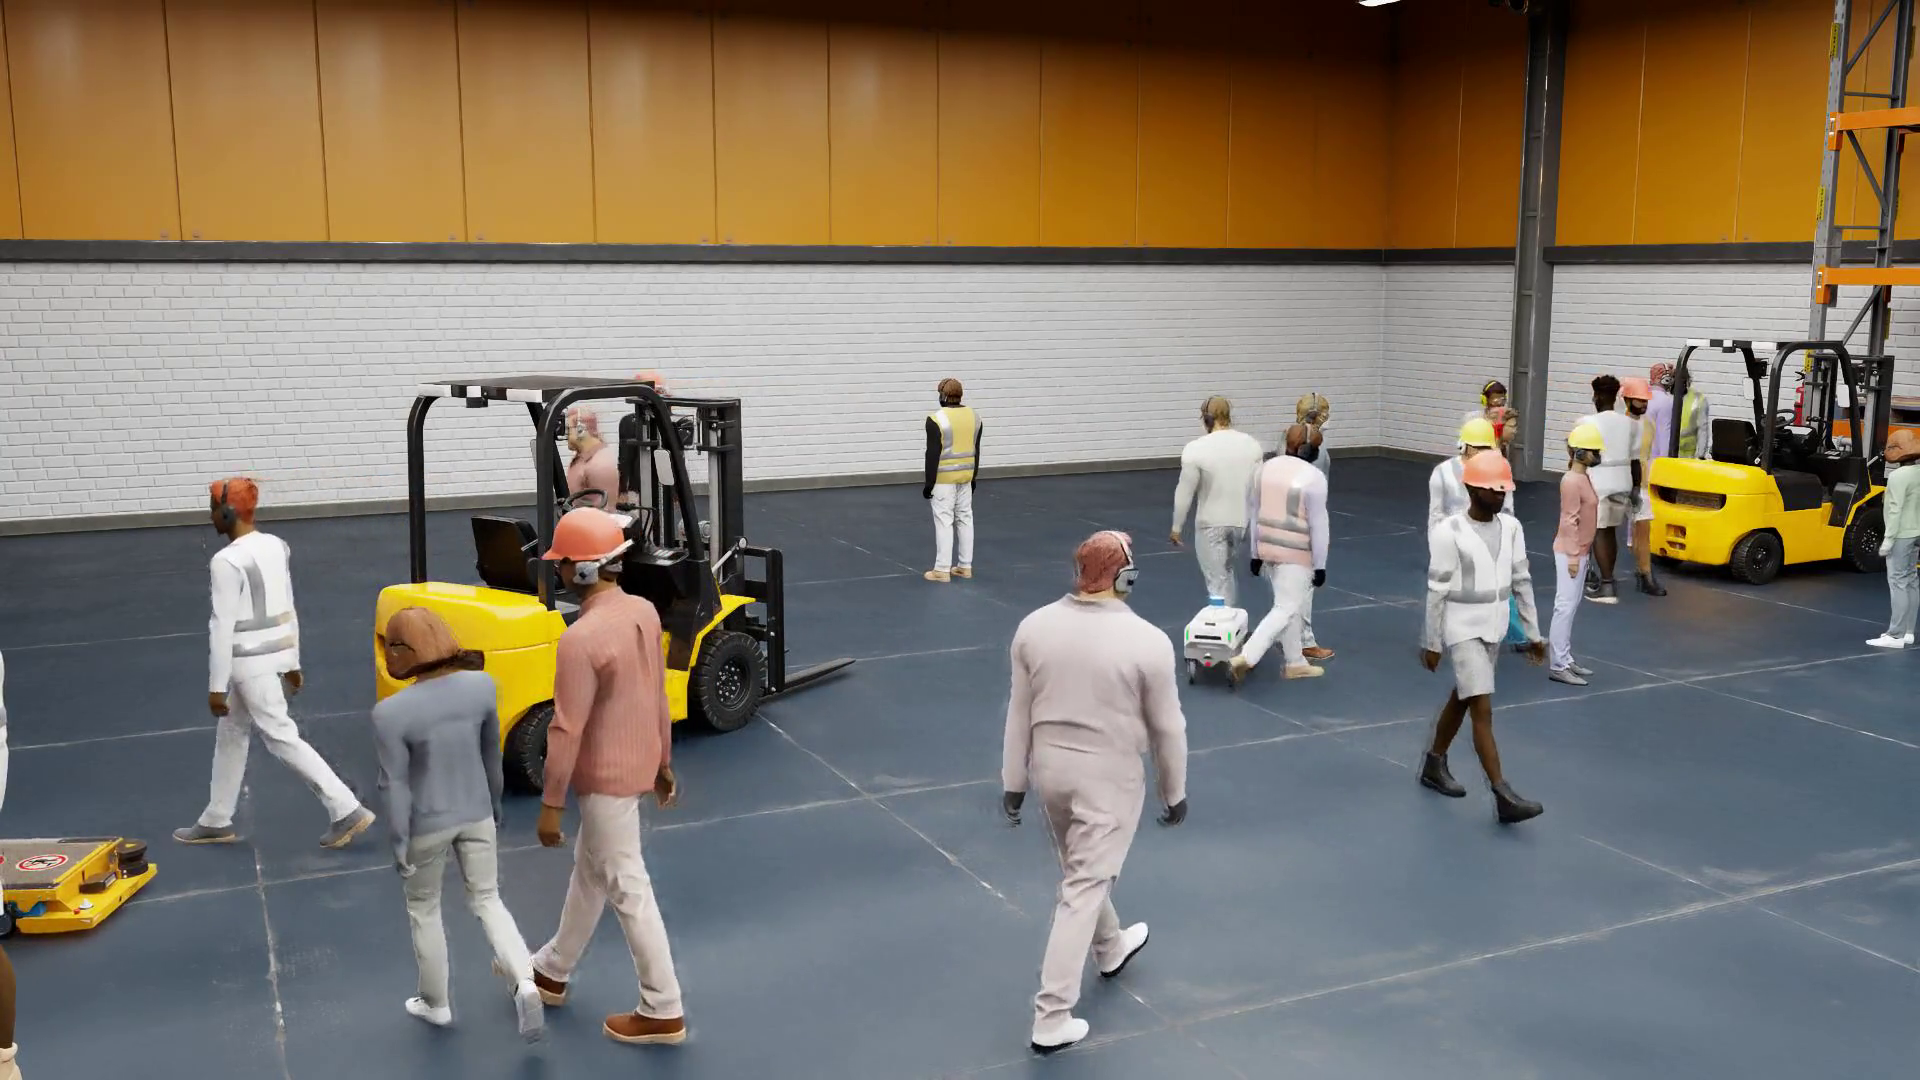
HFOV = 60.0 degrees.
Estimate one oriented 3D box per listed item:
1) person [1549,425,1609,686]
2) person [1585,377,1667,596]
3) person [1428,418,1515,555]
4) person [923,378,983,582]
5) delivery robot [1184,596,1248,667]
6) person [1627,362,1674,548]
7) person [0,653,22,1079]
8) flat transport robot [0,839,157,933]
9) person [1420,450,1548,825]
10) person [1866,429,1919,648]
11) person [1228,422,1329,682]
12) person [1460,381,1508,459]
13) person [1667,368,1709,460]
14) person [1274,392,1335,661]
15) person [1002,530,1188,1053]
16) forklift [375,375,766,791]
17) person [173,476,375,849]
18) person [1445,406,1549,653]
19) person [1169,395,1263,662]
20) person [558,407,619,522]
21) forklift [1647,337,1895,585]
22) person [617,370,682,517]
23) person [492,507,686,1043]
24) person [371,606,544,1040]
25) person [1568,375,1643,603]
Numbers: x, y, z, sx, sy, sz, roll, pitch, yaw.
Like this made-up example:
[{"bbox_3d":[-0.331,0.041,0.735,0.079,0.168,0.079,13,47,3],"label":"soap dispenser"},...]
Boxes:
[{"bbox_3d":[4.220,0.095,11.350,0.320,1.768,0.531,5,10,27],"label":"person"},{"bbox_3d":[5.850,-0.497,14.667,0.560,1.889,1.024,-3,10,-17],"label":"person"},{"bbox_3d":[3.587,0.014,11.770,0.605,1.799,0.676,0,9,-2],"label":"person"},{"bbox_3d":[-0.092,-0.545,15.084,0.633,1.843,0.429,-8,12,-42],"label":"person"},{"bbox_3d":[1.771,0.631,11.478,0.477,0.478,0.707,3,10,18],"label":"delivery robot"},{"bbox_3d":[6.952,-0.823,16.640,0.400,1.900,0.645,-1,9,-4],"label":"person"},{"bbox_3d":[-3.371,0.907,5.439,0.607,2.048,0.370,4,10,23],"label":"person"},{"bbox_3d":[-4.365,1.503,7.235,1.431,0.197,0.652,-1,9,-3],"label":"flat transport robot"},{"bbox_3d":[2.714,0.481,8.565,0.571,1.882,0.979,-5,10,-26],"label":"person"},{"bbox_3d":[7.010,-0.010,12.405,0.500,1.633,0.289,-7,12,-38],"label":"person"},{"bbox_3d":[2.153,0.112,11.163,0.853,1.806,0.653,-6,11,-31],"label":"person"},{"bbox_3d":[4.776,-0.556,15.233,0.518,1.815,0.625,-4,10,-21],"label":"person"},{"bbox_3d":[7.724,-0.979,17.949,0.637,1.801,0.975,4,10,24],"label":"person"},{"bbox_3d":[2.488,-0.099,12.037,0.371,1.934,0.627,-2,9,-13],"label":"person"},{"bbox_3d":[0.525,0.883,6.186,0.656,1.849,1.006,7,11,37],"label":"person"},{"bbox_3d":[-2.268,0.149,9.685,1.214,2.155,2.313,6,11,32],"label":"forklift"},{"bbox_3d":[-3.340,0.601,8.020,1.003,1.844,0.590,0,9,2],"label":"person"},{"bbox_3d":[4.010,-0.074,12.235,0.819,1.808,0.581,2,9,15],"label":"person"},{"bbox_3d":[1.832,-0.093,12.065,0.631,1.905,0.716,-4,10,-25],"label":"person"},{"bbox_3d":[-2.466,0.044,11.293,0.500,1.893,0.713,-4,10,-21],"label":"person"},{"bbox_3d":[7.551,-0.789,15.507,2.313,2.155,1.214,-4,10,-25],"label":"forklift"},{"bbox_3d":[-2.566,-0.439,14.001,0.626,1.980,0.601,-9,13,-43],"label":"person"},{"bbox_3d":[-1.395,0.852,6.071,0.903,1.953,0.647,2,9,13],"label":"person"},{"bbox_3d":[-1.811,1.035,5.991,0.526,1.605,0.696,-9,12,-43],"label":"person"},{"bbox_3d":[5.544,-0.433,14.213,0.619,1.922,0.703,-2,9,-11],"label":"person"}]
